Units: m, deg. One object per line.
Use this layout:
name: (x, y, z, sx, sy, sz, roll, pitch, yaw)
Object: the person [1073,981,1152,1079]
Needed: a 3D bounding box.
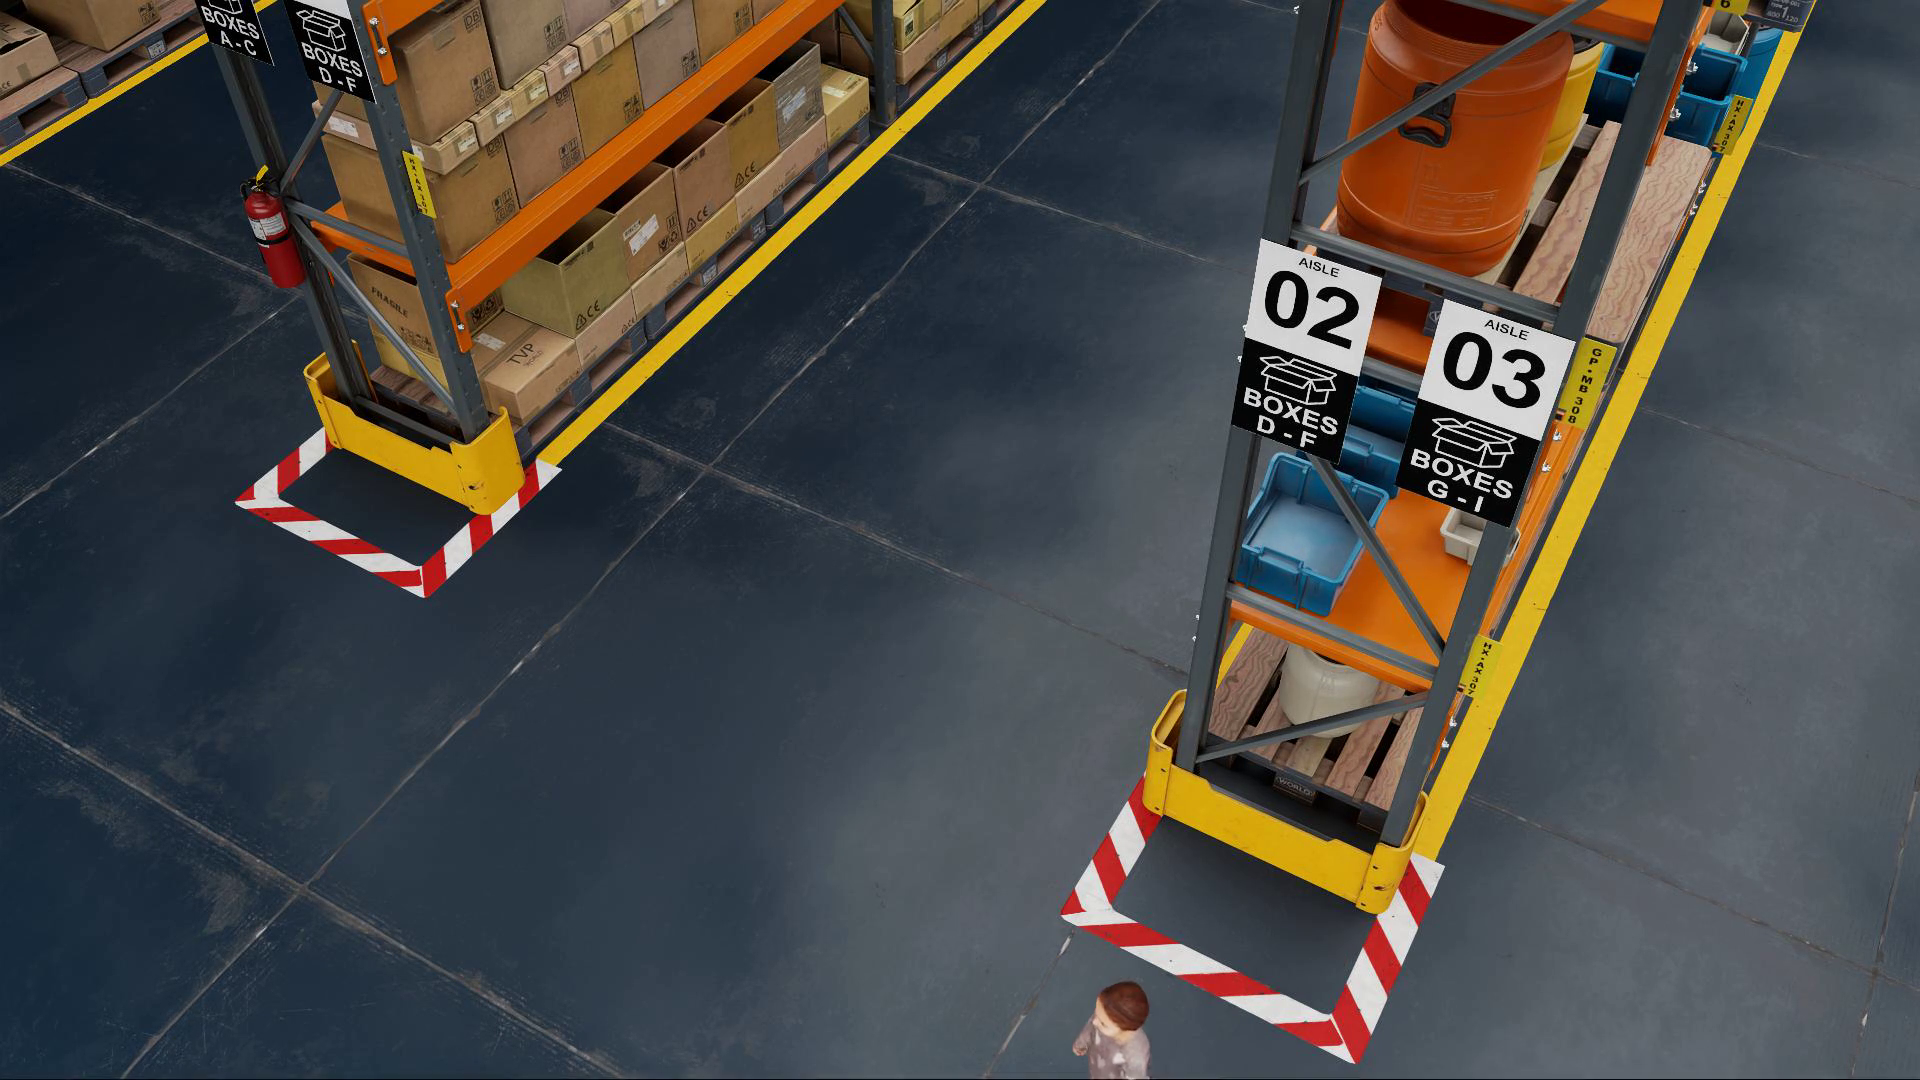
person: (0.631, 1.933, 6.053, 0.852, 1.166, 0.792, -12, 48, -10)
